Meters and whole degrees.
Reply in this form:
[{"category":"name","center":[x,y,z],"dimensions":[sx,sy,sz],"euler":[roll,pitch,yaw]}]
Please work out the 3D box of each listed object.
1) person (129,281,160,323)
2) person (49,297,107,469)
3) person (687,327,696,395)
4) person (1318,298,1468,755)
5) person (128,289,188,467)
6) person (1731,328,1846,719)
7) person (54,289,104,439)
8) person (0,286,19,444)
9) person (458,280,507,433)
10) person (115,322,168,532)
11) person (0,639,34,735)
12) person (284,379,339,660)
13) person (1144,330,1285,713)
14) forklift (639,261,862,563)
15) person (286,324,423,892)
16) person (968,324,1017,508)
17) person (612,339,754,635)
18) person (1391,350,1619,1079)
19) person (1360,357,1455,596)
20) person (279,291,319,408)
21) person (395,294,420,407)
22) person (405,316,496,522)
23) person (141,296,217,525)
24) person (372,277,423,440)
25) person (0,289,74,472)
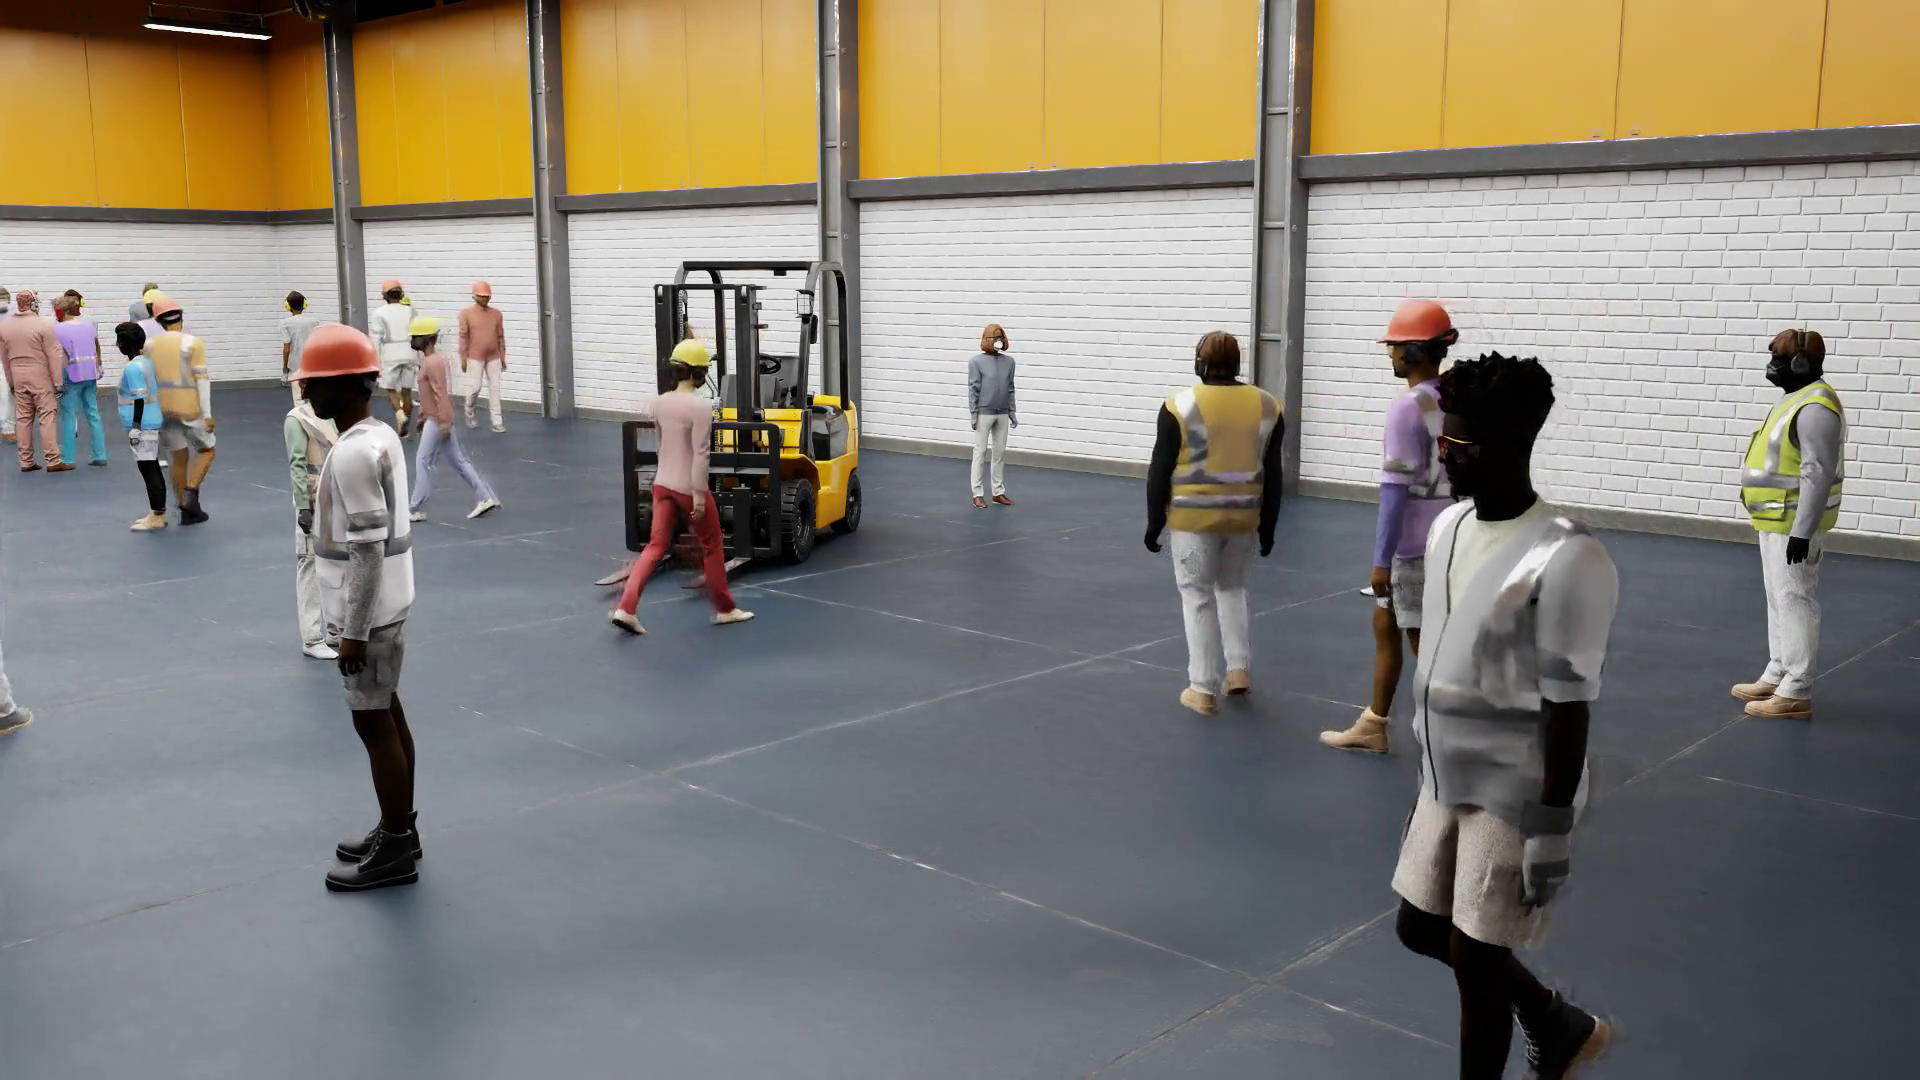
[{"category":"person","center":[-12.248,-2.957,25.280],"dimensions":[0.652,1.928,0.512],"euler":[-6,11,-35]},{"category":"person","center":[-9.428,-1.663,17.697],"dimensions":[0.457,1.827,0.587],"euler":[3,10,19]},{"category":"person","center":[-2.704,-1.390,16.664],"dimensions":[0.757,1.605,0.504],"euler":[-3,10,-18]},{"category":"person","center":[1.990,0.001,6.934],"dimensions":[0.957,2.013,0.616],"euler":[7,12,37]},{"category":"person","center":[-8.536,-1.721,17.776],"dimensions":[0.624,1.907,0.499],"euler":[-8,12,-39]},{"category":"person","center":[3.929,-0.078,7.898],"dimensions":[0.429,1.841,0.634],"euler":[3,10,16]},{"category":"person","center":[-10.896,-2.158,20.574],"dimensions":[0.539,1.867,0.313],"euler":[-4,10,-24]},{"category":"person","center":[-11.543,-2.112,20.188],"dimensions":[0.855,1.904,0.655],"euler":[6,11,35]},{"category":"person","center":[-6.213,-2.390,21.661],"dimensions":[0.628,1.978,0.722],"euler":[-8,12,-41]},{"category":"person","center":[-6.632,-0.916,13.470],"dimensions":[0.318,1.698,0.539],"euler":[-3,10,-17]},{"category":"person","center":[-4.464,0.049,7.180],"dimensions":[0.589,1.838,0.998],"euler":[0,9,0]},{"category":"person","center":[-3.480,-0.179,9.129],"dimensions":[0.310,1.642,0.514],"euler":[2,10,14]},{"category":"person","center":[1.199,-0.085,7.997],"dimensions":[0.629,1.829,0.489],"euler":[-3,10,-17]},{"category":"forklift","center":[-1.552,-1.040,12.721],"dimensions":[1.214,2.155,2.313],"euler":[2,9,11]},{"category":"person","center":[-2.068,0.232,5.708],"dimensions":[0.367,1.933,0.553],"euler":[-2,9,-11]},{"category":"person","center":[0.294,-1.108,14.855],"dimensions":[0.497,1.633,0.284],"euler":[-6,11,-33]},{"category":"person","center":[-1.650,-0.309,9.687],"dimensions":[0.531,1.721,0.908],"euler":[8,12,41]},{"category":"person","center":[1.256,0.540,3.799],"dimensions":[0.590,1.948,0.606],"euler":[-3,10,-15]},{"category":"person","center":[3.108,-0.564,10.784],"dimensions":[0.948,1.882,0.585],"euler":[-4,10,-22]},{"category":"person","center":[-7.697,-1.968,19.420],"dimensions":[0.332,1.866,0.514],"euler":[7,11,36]},{"category":"person","center":[-8.555,-2.918,25.641],"dimensions":[0.310,1.736,0.499],"euler":[3,10,17]},{"category":"person","center":[-4.360,-1.013,13.982],"dimensions":[0.877,1.728,0.536],"euler":[-3,10,-18]},{"category":"person","center":[-6.446,-1.070,13.806],"dimensions":[0.587,1.898,0.407],"euler":[1,9,8]},{"category":"person","center":[-6.920,-2.229,20.542],"dimensions":[0.625,2.016,0.608],"euler":[-6,11,-34]},{"category":"person","center":[-9.653,-1.656,17.377],"dimensions":[0.642,1.908,0.409],"euler":[1,9,8]}]
